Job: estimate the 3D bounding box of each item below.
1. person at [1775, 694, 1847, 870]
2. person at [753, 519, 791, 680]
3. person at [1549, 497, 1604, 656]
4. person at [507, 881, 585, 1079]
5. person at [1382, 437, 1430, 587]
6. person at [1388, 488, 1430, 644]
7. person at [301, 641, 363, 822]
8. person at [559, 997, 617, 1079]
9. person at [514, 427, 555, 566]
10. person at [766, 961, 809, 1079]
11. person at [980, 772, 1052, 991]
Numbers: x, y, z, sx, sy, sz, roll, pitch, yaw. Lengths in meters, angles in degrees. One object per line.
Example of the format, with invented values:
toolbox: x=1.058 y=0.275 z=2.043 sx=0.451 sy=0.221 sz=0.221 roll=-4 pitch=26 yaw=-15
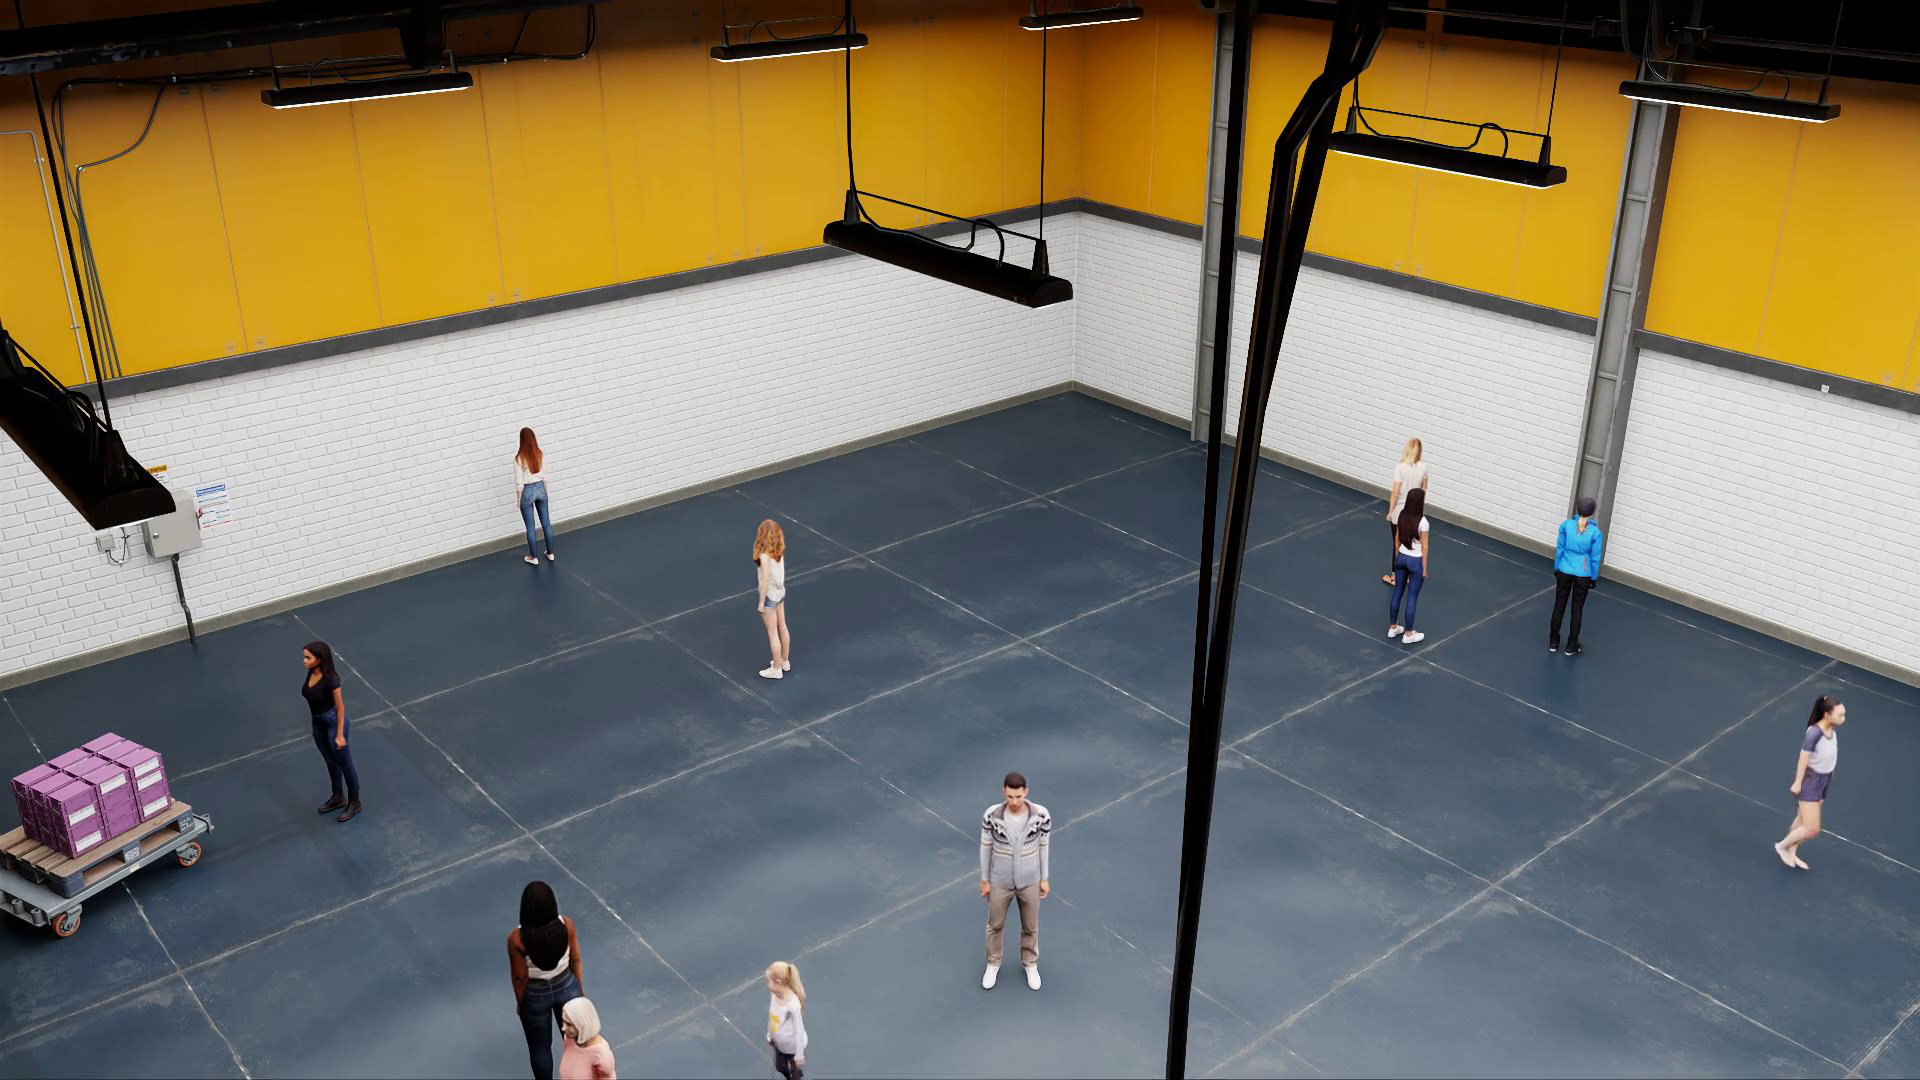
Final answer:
person: x=7.185 y=2.048 z=14.183 sx=0.611 sy=1.642 sz=0.567 roll=-17 pitch=29 yaw=-33
person: x=-1.936 y=0.606 z=17.335 sx=0.656 sy=1.759 sz=0.646 roll=10 pitch=25 yaw=21
person: x=6.585 y=0.372 z=17.825 sx=0.518 sy=1.797 sz=0.716 roll=18 pitch=29 yaw=35
person: x=-2.827 y=3.137 z=11.482 sx=0.703 sy=1.810 sz=0.694 roll=-10 pitch=25 yaw=-21
person: x=5.221 y=-0.328 z=19.391 sx=0.688 sy=1.826 sz=0.696 roll=-4 pitch=24 yaw=-8
person: x=4.892 y=0.266 z=18.094 sx=0.664 sy=1.775 sz=0.478 roll=-15 pitch=28 yaw=-31
person: x=-5.637 y=1.683 z=14.903 sx=0.551 sy=1.735 sz=0.672 roll=15 pitch=28 yaw=30
person: x=-2.326 y=3.600 z=10.530 sx=0.533 sy=1.725 sz=0.708 roll=17 pitch=29 yaw=34
person: x=-5.130 y=-0.544 z=20.005 sx=0.569 sy=1.728 sz=0.502 roll=-18 pitch=29 yaw=-35
person: x=-1.148 y=3.470 z=11.408 sx=0.442 sy=1.260 sz=0.601 roll=15 pitch=28 yaw=31
person: x=0.421 y=2.571 z=12.715 sx=0.764 sy=1.860 sz=0.795 roll=0 pitch=24 yaw=-1
